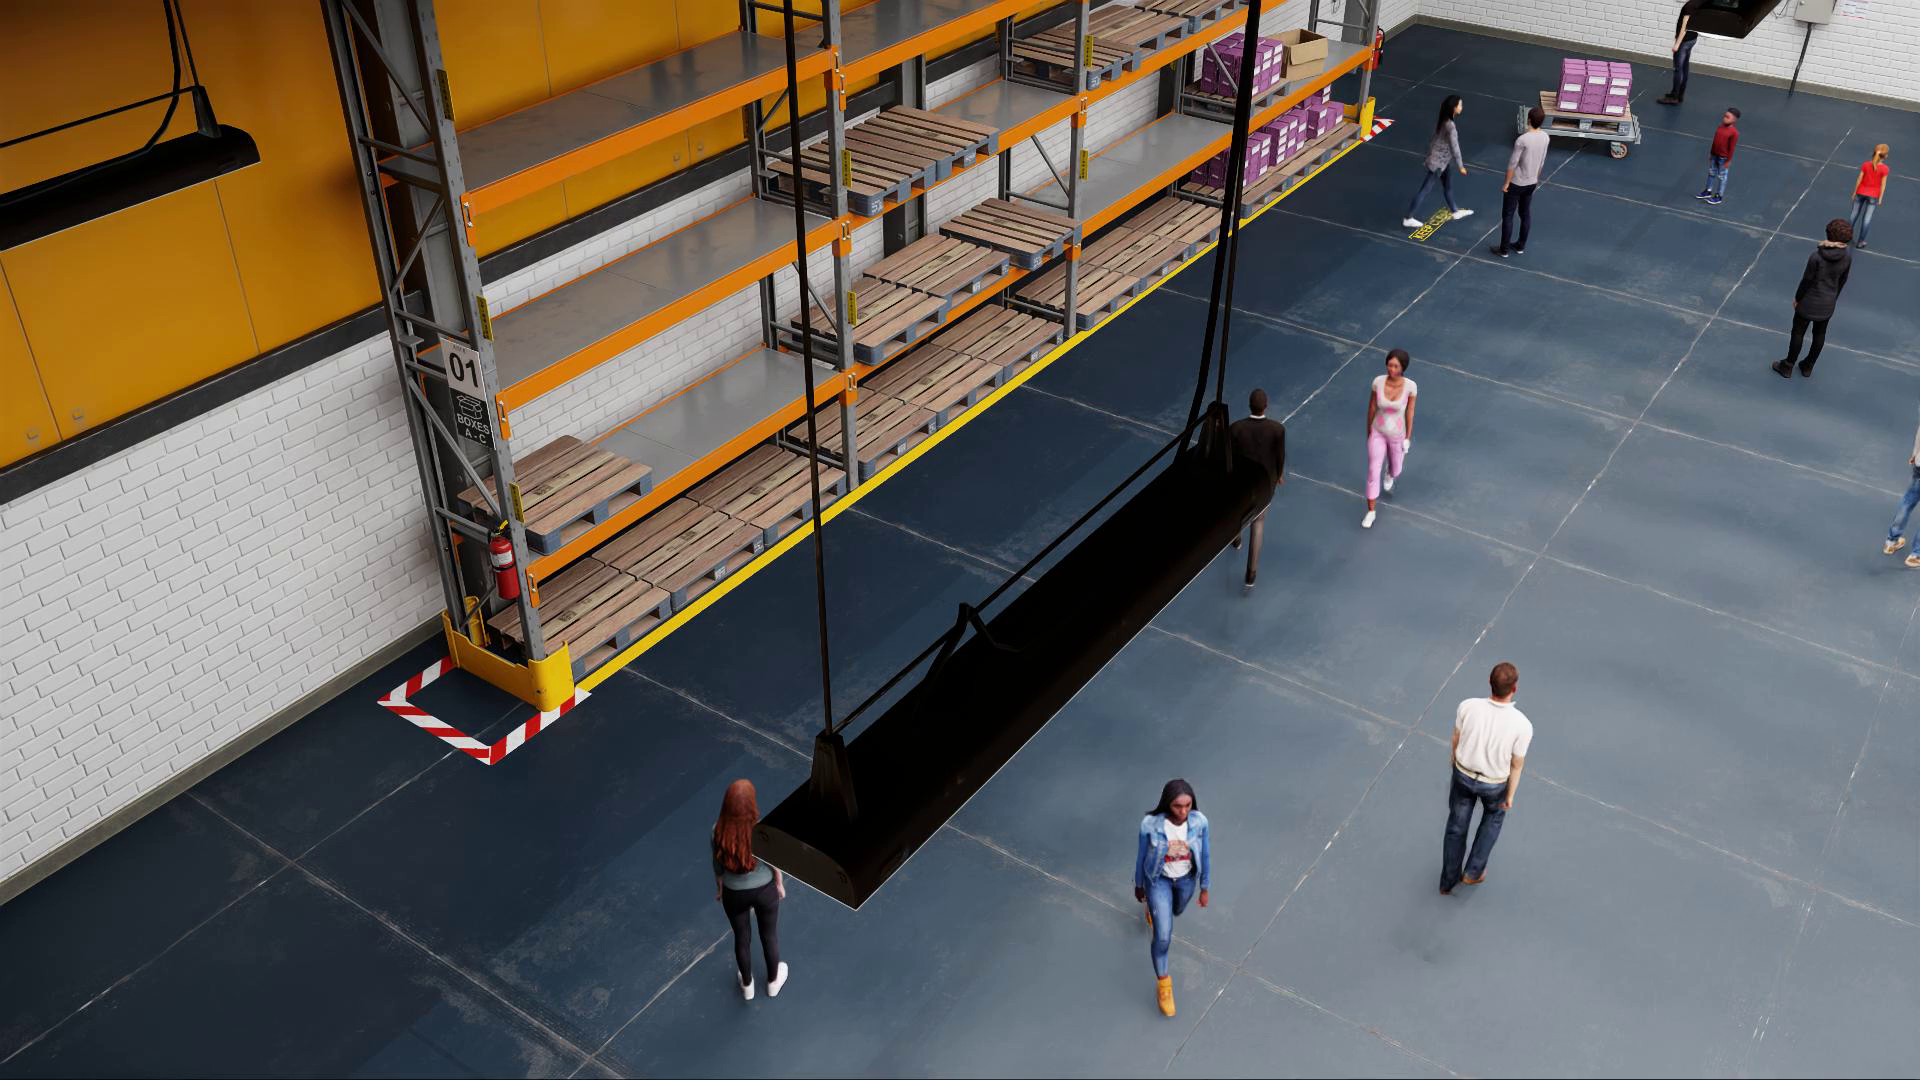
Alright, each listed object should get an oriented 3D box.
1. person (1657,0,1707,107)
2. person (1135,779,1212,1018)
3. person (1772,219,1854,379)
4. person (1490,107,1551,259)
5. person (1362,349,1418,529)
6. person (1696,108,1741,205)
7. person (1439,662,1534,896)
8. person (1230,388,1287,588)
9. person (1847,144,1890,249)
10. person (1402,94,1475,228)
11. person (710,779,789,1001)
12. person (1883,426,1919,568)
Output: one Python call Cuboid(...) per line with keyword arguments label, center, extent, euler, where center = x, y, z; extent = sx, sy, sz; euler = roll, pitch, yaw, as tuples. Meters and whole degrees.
Cuboid(label="person", center=(10.882, -7.491, 24.922), extent=(0.781, 1.895, 0.546), euler=(29, 43, 36))
Cuboid(label="person", center=(1.319, 2.136, 10.634), extent=(1.112, 1.678, 1.186), euler=(-5, 34, -7))
Cuboid(label="person", center=(9.071, -2.542, 17.579), extent=(0.737, 1.781, 0.775), euler=(0, 34, 0))
Cuboid(label="person", center=(6.863, -4.365, 20.267), extent=(0.668, 1.841, 0.790), euler=(-13, 36, -19))
Cuboid(label="person", center=(3.952, -0.981, 15.284), extent=(0.737, 1.722, 1.049), euler=(13, 36, 19))
Cuboid(label="person", center=(10.019, -5.064, 21.850), extent=(0.619, 1.254, 0.579), euler=(-12, 35, -17))
Cuboid(label="person", center=(3.458, 1.681, 11.181), extent=(0.673, 1.831, 0.681), euler=(18, 38, 25))
Cuboid(label="person", center=(2.553, -0.428, 14.424), extent=(1.010, 1.754, 1.296), euler=(6, 34, 9))
Cuboid(label="person", center=(11.241, -4.250, 20.619), extent=(0.497, 1.260, 0.489), euler=(24, 41, 32))
Cuboid(label="person", center=(5.941, -4.735, 20.967), extent=(1.098, 1.683, 1.174), euler=(2, 34, 3))
Cuboid(label="person", center=(-1.326, 2.209, 10.467), extent=(0.670, 1.742, 0.704), euler=(-1, 34, -2))
Cuboid(label="person", center=(8.590, -0.650, 14.623), extent=(0.745, 1.902, 0.754), euler=(-15, 36, -21))
